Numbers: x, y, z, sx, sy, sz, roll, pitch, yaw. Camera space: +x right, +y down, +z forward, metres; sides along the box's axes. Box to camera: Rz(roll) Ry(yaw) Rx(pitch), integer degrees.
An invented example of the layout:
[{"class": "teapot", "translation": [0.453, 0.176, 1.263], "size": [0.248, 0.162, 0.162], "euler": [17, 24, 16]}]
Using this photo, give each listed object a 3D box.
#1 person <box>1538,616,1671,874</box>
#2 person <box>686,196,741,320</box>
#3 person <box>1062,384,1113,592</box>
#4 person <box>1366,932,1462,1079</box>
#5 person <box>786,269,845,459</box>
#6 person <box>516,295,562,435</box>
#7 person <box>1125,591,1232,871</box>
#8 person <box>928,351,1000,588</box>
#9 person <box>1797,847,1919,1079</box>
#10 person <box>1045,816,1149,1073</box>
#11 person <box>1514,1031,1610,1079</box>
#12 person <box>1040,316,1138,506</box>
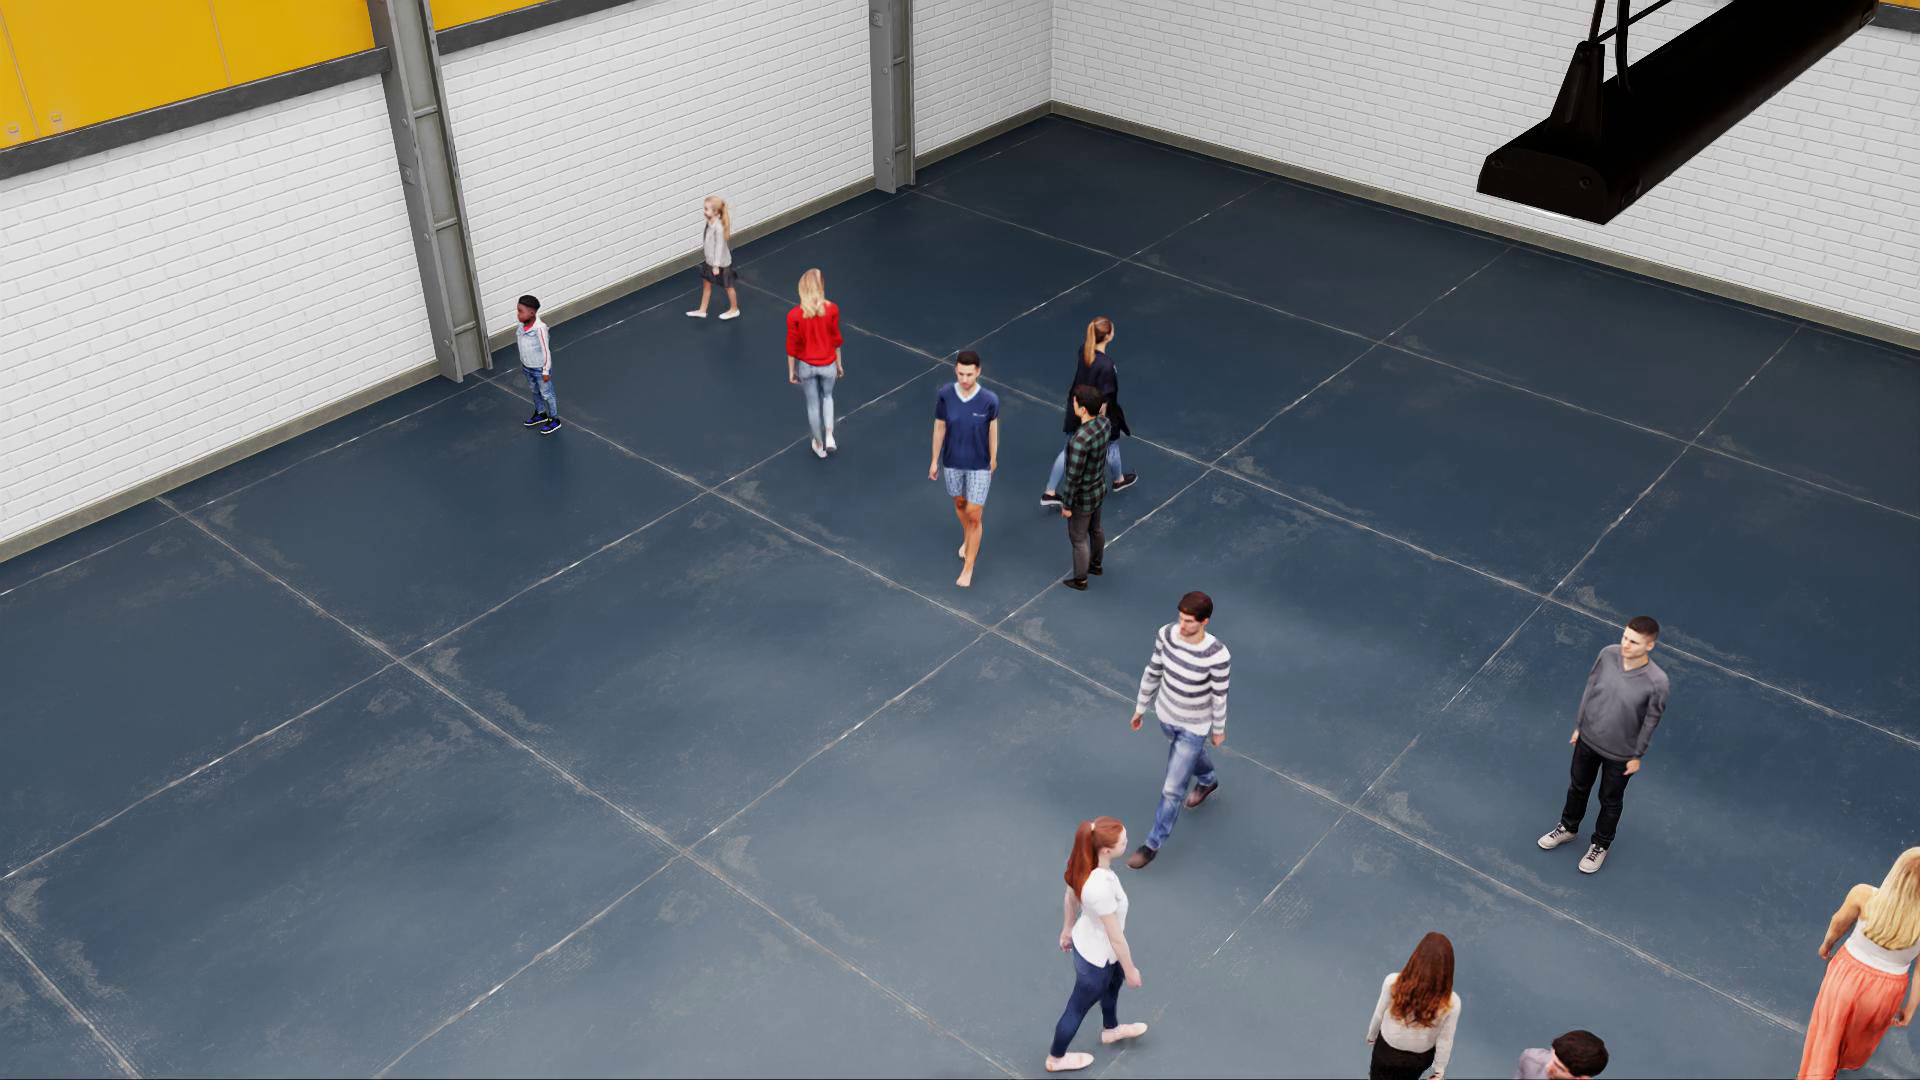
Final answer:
[{"class": "person", "translation": [3.829, 1.178, 9.792], "size": [0.592, 1.761, 0.653], "euler": [-25, 41, -32]}, {"class": "person", "translation": [-2.292, -2.734, 16.130], "size": [0.823, 1.260, 0.668], "euler": [-18, 38, -25]}, {"class": "person", "translation": [0.930, -0.383, 12.288], "size": [0.731, 1.708, 0.516], "euler": [19, 38, 26]}, {"class": "person", "translation": [2.143, 2.519, 8.043], "size": [0.781, 1.464, 1.001], "euler": [9, 35, 14]}, {"class": "person", "translation": [-1.158, -1.386, 13.717], "size": [0.766, 1.686, 0.837], "euler": [-11, 35, -15]}, {"class": "person", "translation": [-3.643, -1.537, 14.329], "size": [0.472, 1.260, 0.476], "euler": [25, 41, 33]}, {"class": "person", "translation": [1.401, 1.033, 9.978], "size": [1.240, 1.797, 0.749], "euler": [-28, 43, -35]}, {"class": "person", "translation": [0.068, -0.638, 12.474], "size": [0.853, 1.816, 1.103], "euler": [11, 35, 16]}, {"class": "person", "translation": [4.392, 2.273, 8.145], "size": [0.685, 1.761, 1.208], "euler": [21, 39, 29]}, {"class": "person", "translation": [0.588, 2.106, 8.436], "size": [0.925, 1.717, 0.839], "euler": [-5, 34, -8]}, {"class": "person", "translation": [2.559, 2.775, 7.308], "size": [0.632, 1.851, 0.722], "euler": [-21, 39, -28]}, {"class": "person", "translation": [0.963, -0.971, 13.134], "size": [1.218, 1.640, 0.856], "euler": [-20, 38, -27]}]
